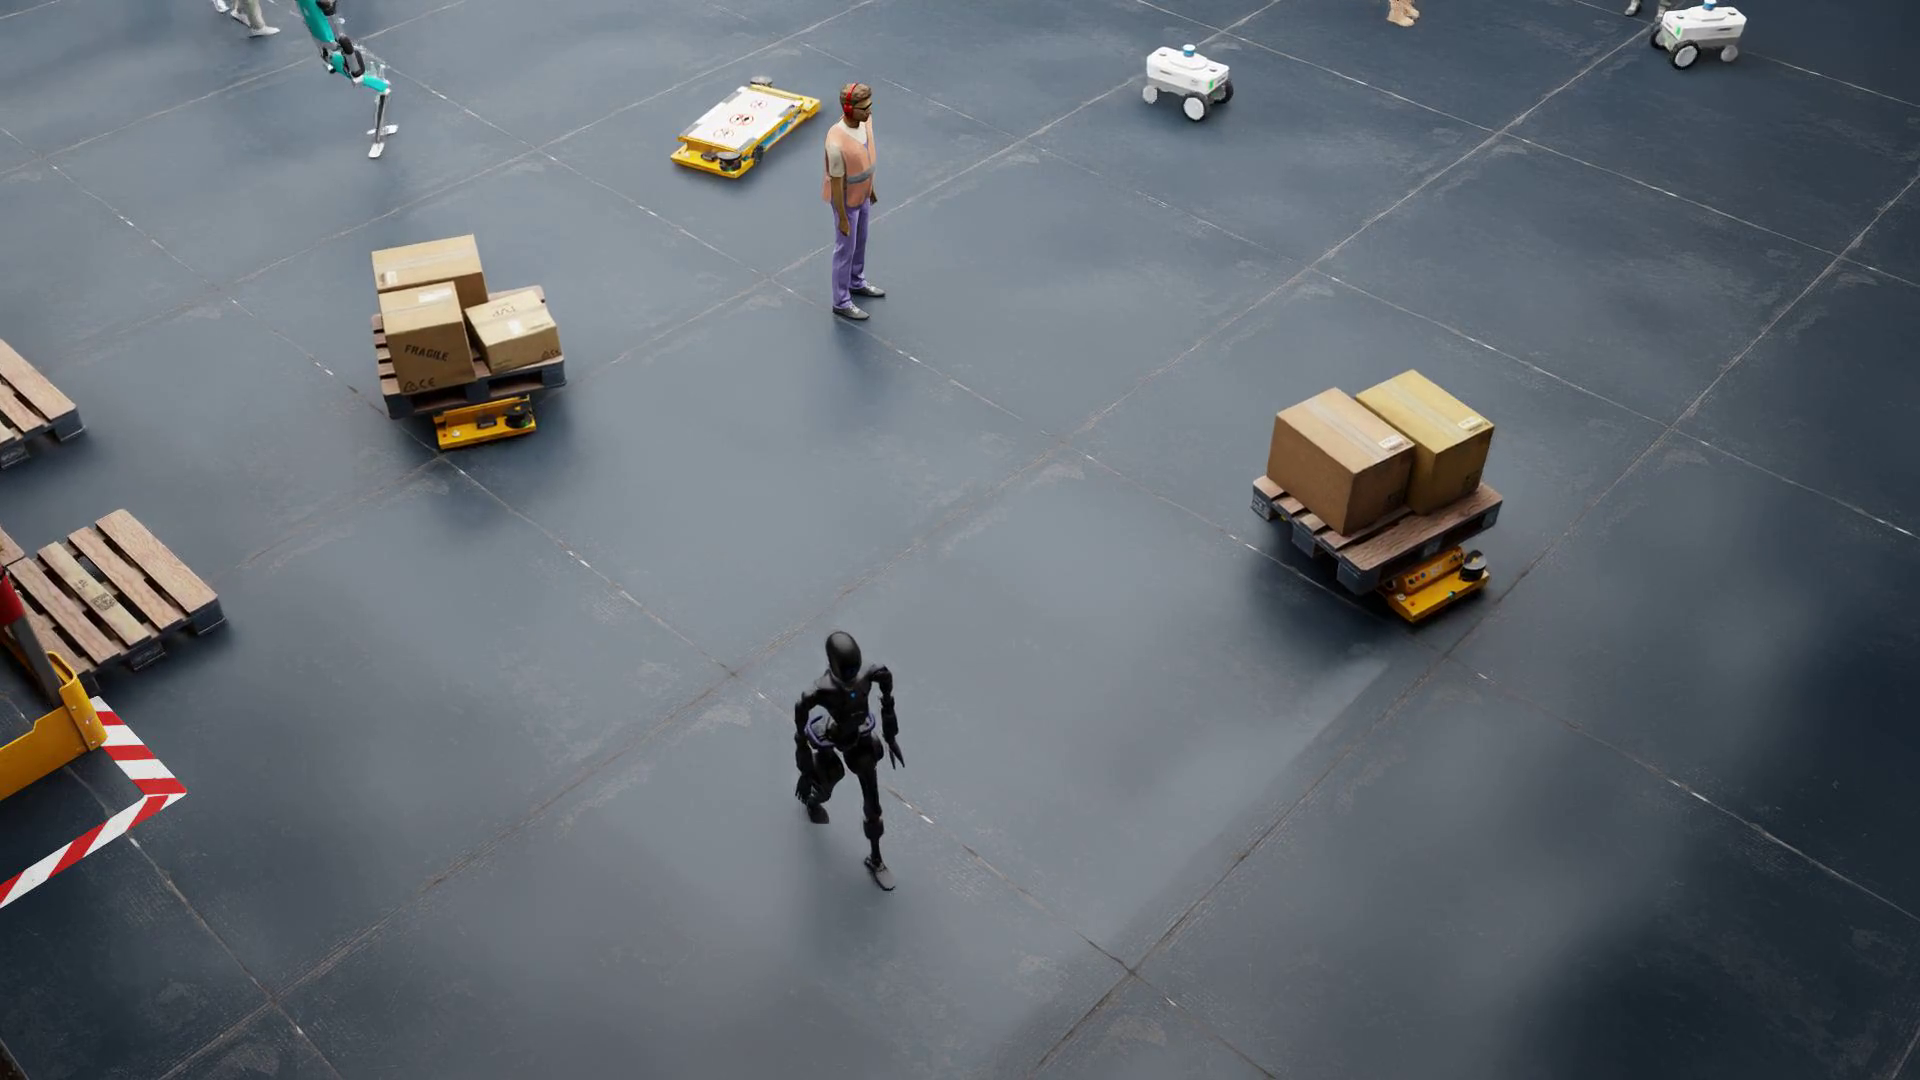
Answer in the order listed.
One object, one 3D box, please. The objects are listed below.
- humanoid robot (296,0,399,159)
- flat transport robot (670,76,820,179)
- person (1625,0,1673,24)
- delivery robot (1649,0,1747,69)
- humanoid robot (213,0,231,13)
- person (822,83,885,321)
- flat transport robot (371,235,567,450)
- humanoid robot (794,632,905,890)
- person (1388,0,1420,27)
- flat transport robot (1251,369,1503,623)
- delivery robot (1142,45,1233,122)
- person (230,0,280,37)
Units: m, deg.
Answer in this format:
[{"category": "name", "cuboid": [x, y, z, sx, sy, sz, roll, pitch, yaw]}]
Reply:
[{"category": "humanoid robot", "cuboid": [-5.021, -4.093, 13.970, 0.592, 1.764, 0.885, 30, 50, 29]}, {"category": "flat transport robot", "cuboid": [-1.865, -3.617, 14.547, 0.659, 0.231, 1.431, 19, 45, 20]}, {"category": "person", "cuboid": [6.795, -5.899, 15.918, 0.569, 1.830, 0.404, 23, 47, 24]}, {"category": "delivery robot", "cuboid": [6.953, -4.784, 15.616, 0.769, 0.577, 0.499, -6, 42, -7]}, {"category": "humanoid robot", "cuboid": [-7.357, -6.029, 16.146, 0.548, 1.736, 0.984, -13, 44, -14]}, {"category": "person", "cuboid": [-0.795, -2.480, 12.114, 0.390, 1.836, 0.559, 14, 44, 15]}, {"category": "flat transport robot", "cuboid": [-3.457, -1.181, 11.839, 0.659, 0.231, 1.431, -13, 44, -14]}, {"category": "humanoid robot", "cuboid": [-0.600, 1.017, 8.382, 0.589, 1.633, 0.769, -22, 46, -23]}, {"category": "person", "cuboid": [4.330, -5.764, 15.843, 0.501, 1.721, 0.429, -27, 49, -27]}, {"category": "flat transport robot", "cuboid": [2.616, -0.067, 10.600, 0.659, 0.231, 1.431, -24, 47, -24]}, {"category": "delivery robot", "cuboid": [2.040, -4.138, 14.902, 0.768, 0.581, 0.499, 26, 48, 26]}, {"category": "person", "cuboid": [-6.763, -5.519, 15.643, 0.367, 1.626, 0.525, -20, 46, -20]}]
